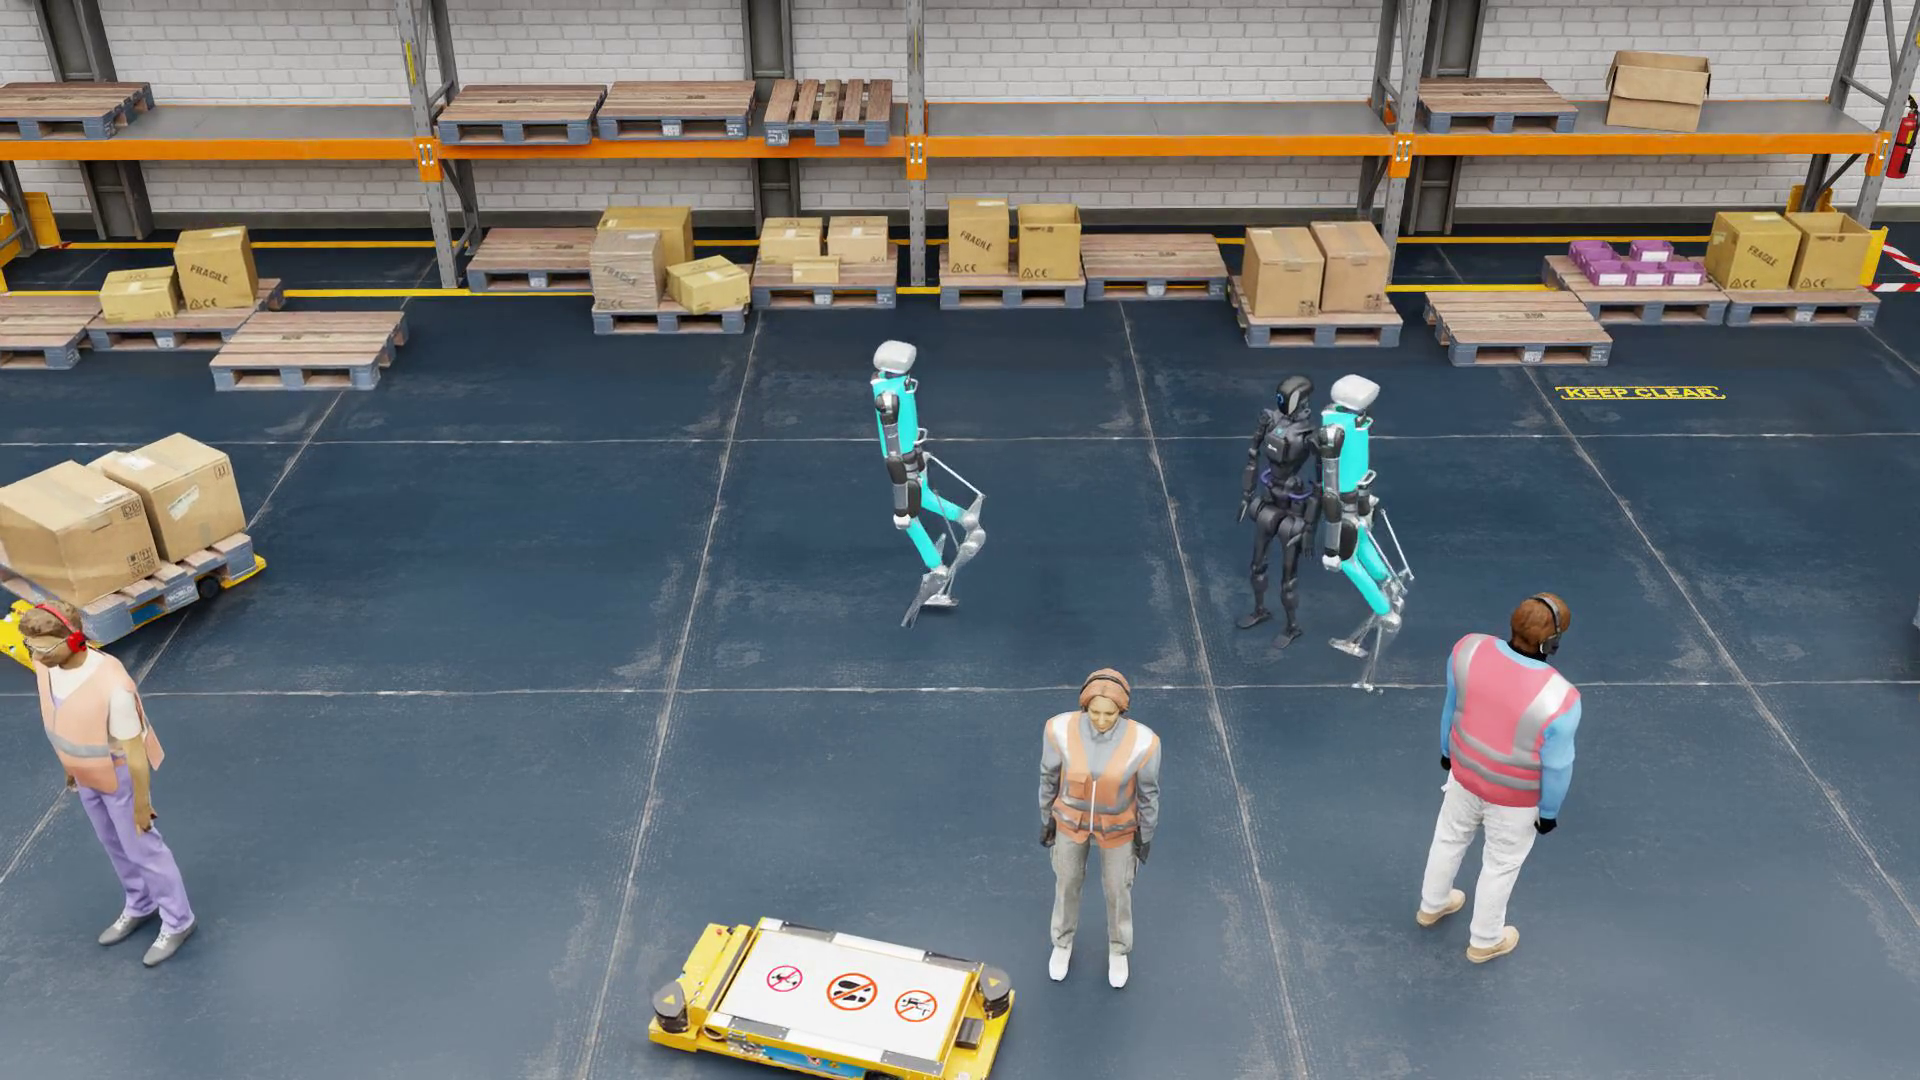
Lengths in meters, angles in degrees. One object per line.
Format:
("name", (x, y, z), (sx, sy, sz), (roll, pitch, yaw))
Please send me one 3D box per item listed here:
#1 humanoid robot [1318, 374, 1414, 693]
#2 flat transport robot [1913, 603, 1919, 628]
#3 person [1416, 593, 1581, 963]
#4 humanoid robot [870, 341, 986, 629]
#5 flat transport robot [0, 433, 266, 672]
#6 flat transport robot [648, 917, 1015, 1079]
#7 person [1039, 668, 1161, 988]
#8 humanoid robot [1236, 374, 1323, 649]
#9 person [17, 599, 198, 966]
("humanoid robot", (2.275, 0.007, 8.995), (0.794, 1.797, 0.530), (17, 35, 26))
("flat transport robot", (6.140, 0.646, 9.336), (1.431, 0.231, 0.659), (-23, 38, -33))
("person", (2.343, 1.021, 7.200), (0.431, 1.835, 0.628), (-22, 37, -32))
("humanoid robot", (-0.113, -0.254, 9.468), (0.748, 1.833, 0.540), (3, 31, 5))
("flat transport robot", (-4.958, 0.309, 9.897), (0.659, 0.231, 1.431), (20, 36, 29))
("flat transport robot", (-0.538, 1.993, 7.093), (1.431, 0.231, 0.659), (8, 32, 14))
("person", (0.582, 1.222, 7.053), (0.506, 1.629, 0.316), (8, 32, 12))
("humanoid robot", (1.802, -0.165, 9.316), (0.327, 1.655, 0.591), (-22, 37, -32))
("person", (-3.668, 1.026, 7.185), (0.560, 1.834, 0.415), (18, 35, 27))
